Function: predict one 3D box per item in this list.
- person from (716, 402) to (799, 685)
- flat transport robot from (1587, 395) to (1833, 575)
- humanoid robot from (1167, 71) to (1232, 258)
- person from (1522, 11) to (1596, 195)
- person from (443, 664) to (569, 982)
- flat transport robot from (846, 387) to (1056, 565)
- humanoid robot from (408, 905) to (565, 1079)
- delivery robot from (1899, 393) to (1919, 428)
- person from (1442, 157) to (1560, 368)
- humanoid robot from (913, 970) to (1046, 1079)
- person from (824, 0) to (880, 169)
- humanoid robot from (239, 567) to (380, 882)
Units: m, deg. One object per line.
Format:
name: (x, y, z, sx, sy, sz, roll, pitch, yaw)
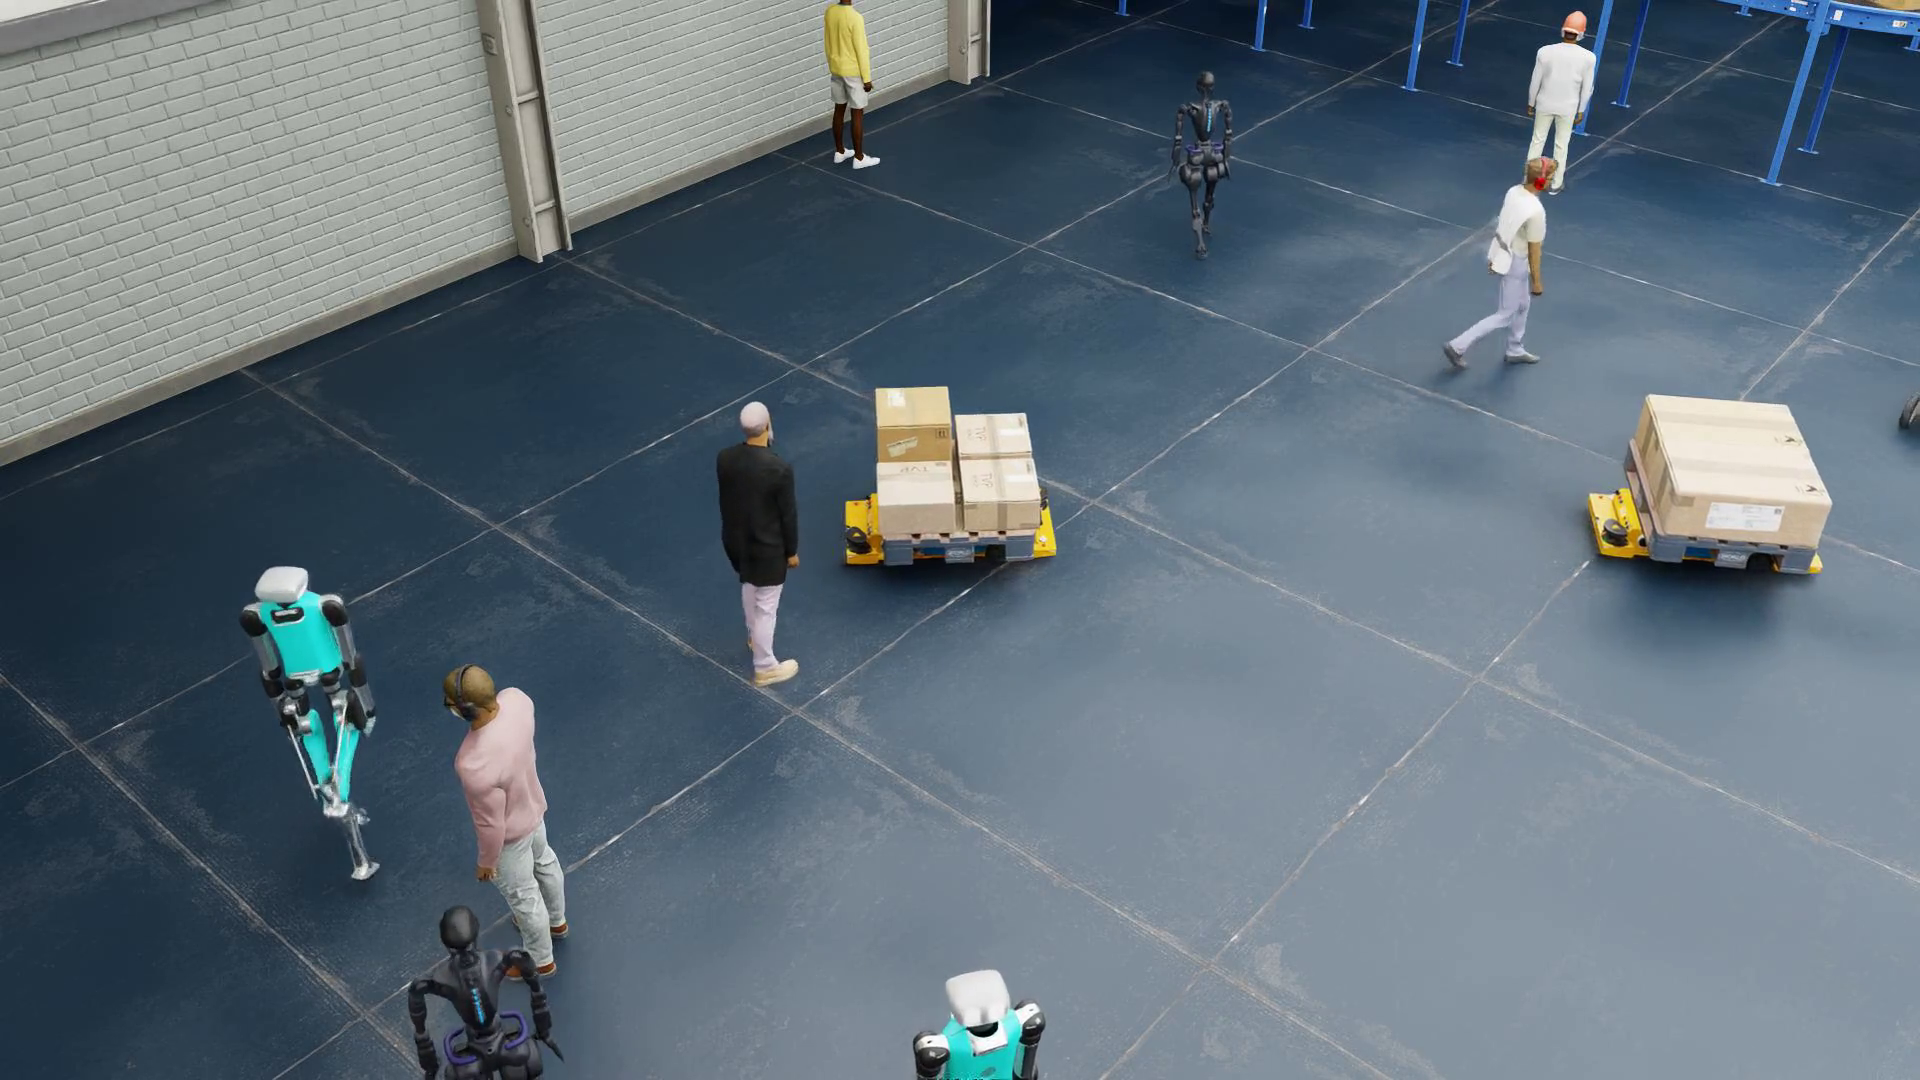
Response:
person: (-1.190, 0.008, 10.035, 0.533, 1.830, 0.580, 20, 40, 25)
flat transport robot: (5.143, -0.086, 11.509, 1.431, 0.231, 0.659, 5, 36, 8)
humanoid robot: (2.169, -3.425, 15.028, 0.591, 1.627, 0.754, -9, 36, -12)
person: (5.749, -4.203, 16.008, 0.561, 1.751, 0.340, 15, 38, 20)
person: (-2.188, 1.363, 8.041, 0.371, 1.934, 0.627, 4, 36, 6)
flat transport robot: (-0.074, -0.114, 11.548, 1.431, 0.231, 0.659, -2, 36, -3)
humanoid robot: (-2.009, 2.194, 7.099, 0.596, 1.649, 0.443, -15, 38, -20)
delivery robot: (7.578, -1.097, 12.683, 0.499, 0.595, 0.791, 28, 44, 33)
person: (4.315, -2.149, 13.074, 0.793, 1.814, 0.560, 1, 35, 2)
humanoid robot: (-0.027, 2.328, 6.947, 0.550, 1.865, 0.714, -14, 38, -18)
person: (-1.100, -4.633, 16.489, 0.544, 1.899, 0.377, 27, 43, 32)
humanoid robot: (-3.353, 1.066, 8.647, 0.567, 1.762, 0.898, -5, 36, -7)
